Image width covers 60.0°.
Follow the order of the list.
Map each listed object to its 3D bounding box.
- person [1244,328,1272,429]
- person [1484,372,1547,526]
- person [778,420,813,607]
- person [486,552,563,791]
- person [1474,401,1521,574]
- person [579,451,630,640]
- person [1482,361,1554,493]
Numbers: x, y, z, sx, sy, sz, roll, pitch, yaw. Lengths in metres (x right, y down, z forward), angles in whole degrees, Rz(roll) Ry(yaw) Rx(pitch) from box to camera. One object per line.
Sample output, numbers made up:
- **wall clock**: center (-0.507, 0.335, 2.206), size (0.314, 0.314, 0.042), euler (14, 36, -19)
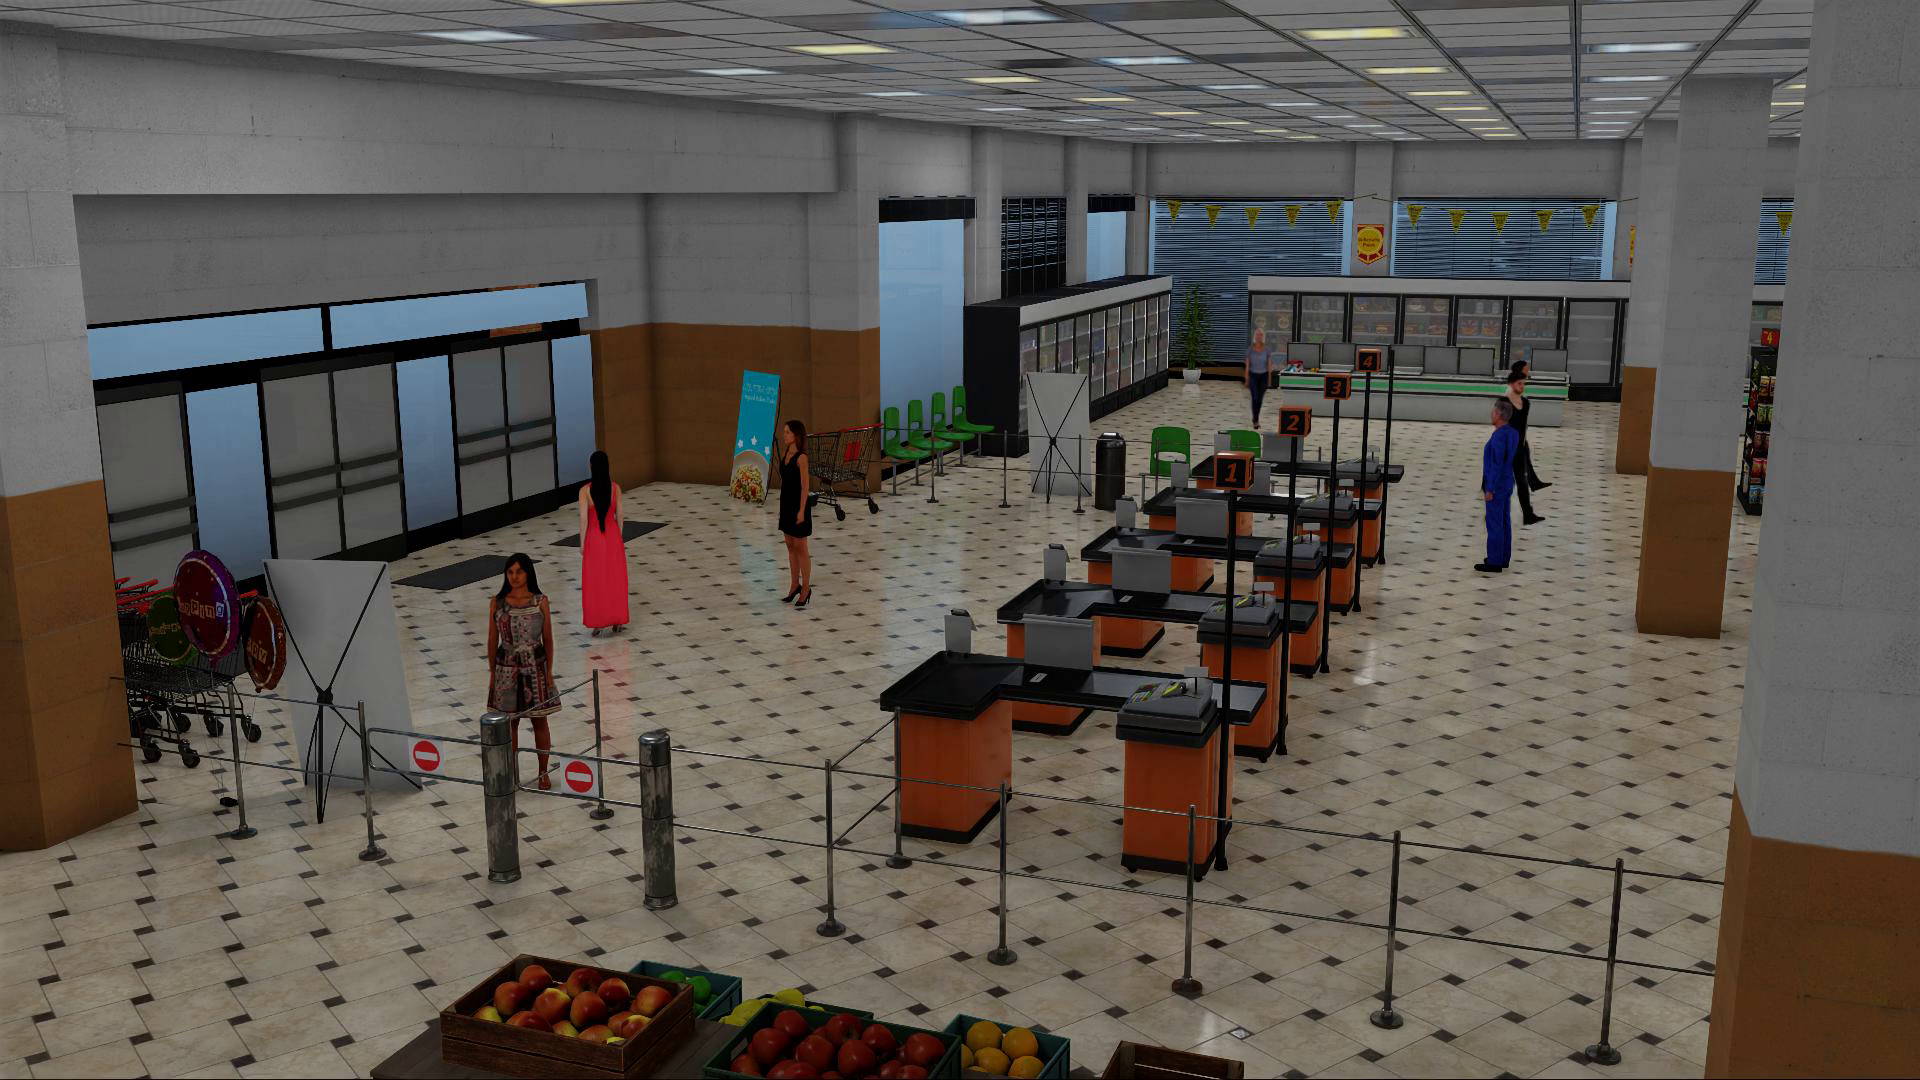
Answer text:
- **person**: center (5.113, -2.759, 28.566), size (1.142, 1.681, 0.904), euler (0, 12, 2)
- **person**: center (6.647, -1.112, 20.315), size (1.161, 1.860, 1.208), euler (-5, 13, -23)
- **person**: center (-1.617, -0.267, 16.358), size (0.723, 1.835, 0.626), euler (-9, 15, -36)
- **person**: center (-2.977, 0.889, 11.329), size (0.640, 1.645, 0.784), euler (-2, 12, -7)
- **person**: center (5.797, -0.580, 17.865), size (0.657, 1.828, 0.768), euler (8, 14, 34)
- **person**: center (-3.259, 0.036, 15.183), size (0.713, 1.727, 0.747), euler (-8, 14, -34)
- **person**: center (7.332, -1.480, 22.306), size (1.128, 1.759, 0.697), euler (5, 13, 21)
